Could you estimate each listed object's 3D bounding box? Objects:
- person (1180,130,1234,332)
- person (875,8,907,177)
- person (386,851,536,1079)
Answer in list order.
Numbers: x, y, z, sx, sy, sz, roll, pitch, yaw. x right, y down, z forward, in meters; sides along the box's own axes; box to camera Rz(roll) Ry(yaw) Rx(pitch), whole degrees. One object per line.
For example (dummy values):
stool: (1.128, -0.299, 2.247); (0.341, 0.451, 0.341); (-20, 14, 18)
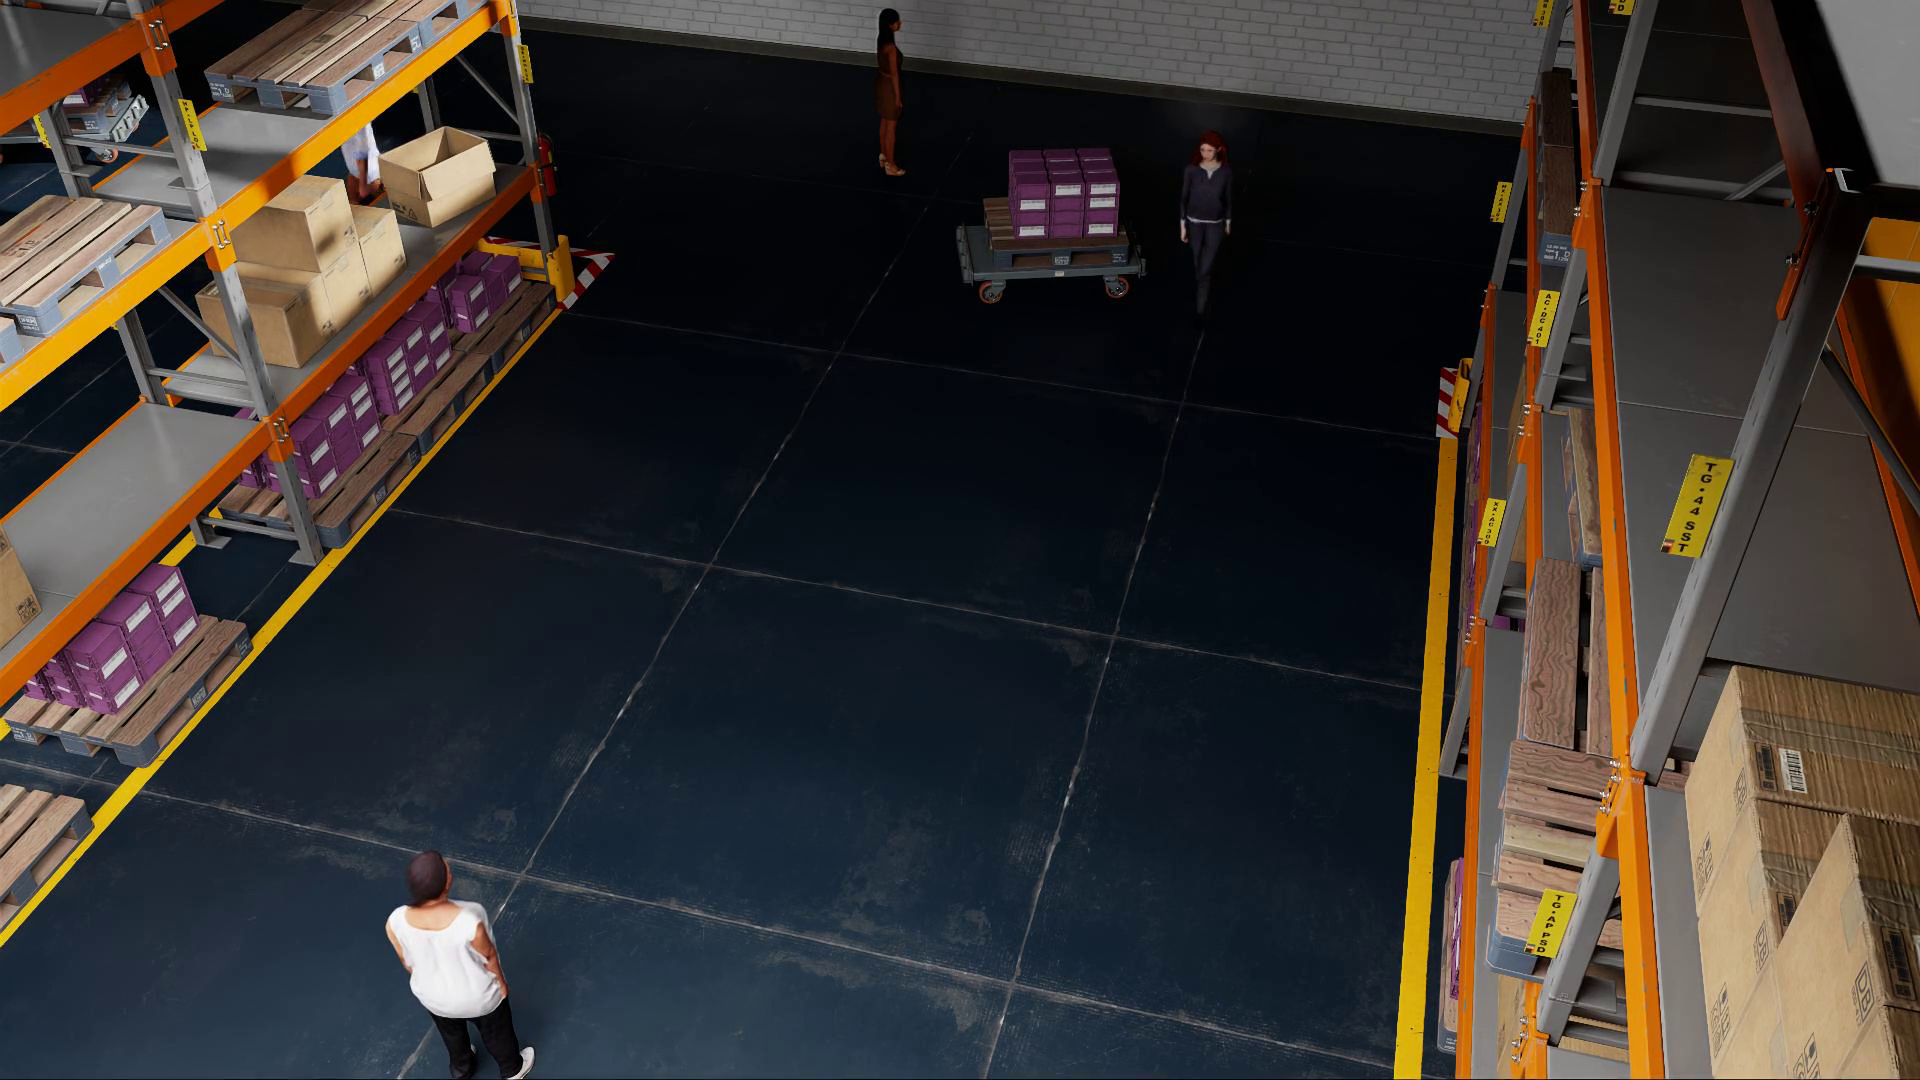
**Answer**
person: (2.134, -2.756, 14.442); (0.651, 1.726, 1.167); (11, 40, 14)
person: (-0.699, -4.487, 16.639); (0.708, 1.689, 0.606); (-11, 40, -13)
person: (-2.498, 2.170, 8.301); (0.685, 1.691, 0.648); (4, 39, 5)
